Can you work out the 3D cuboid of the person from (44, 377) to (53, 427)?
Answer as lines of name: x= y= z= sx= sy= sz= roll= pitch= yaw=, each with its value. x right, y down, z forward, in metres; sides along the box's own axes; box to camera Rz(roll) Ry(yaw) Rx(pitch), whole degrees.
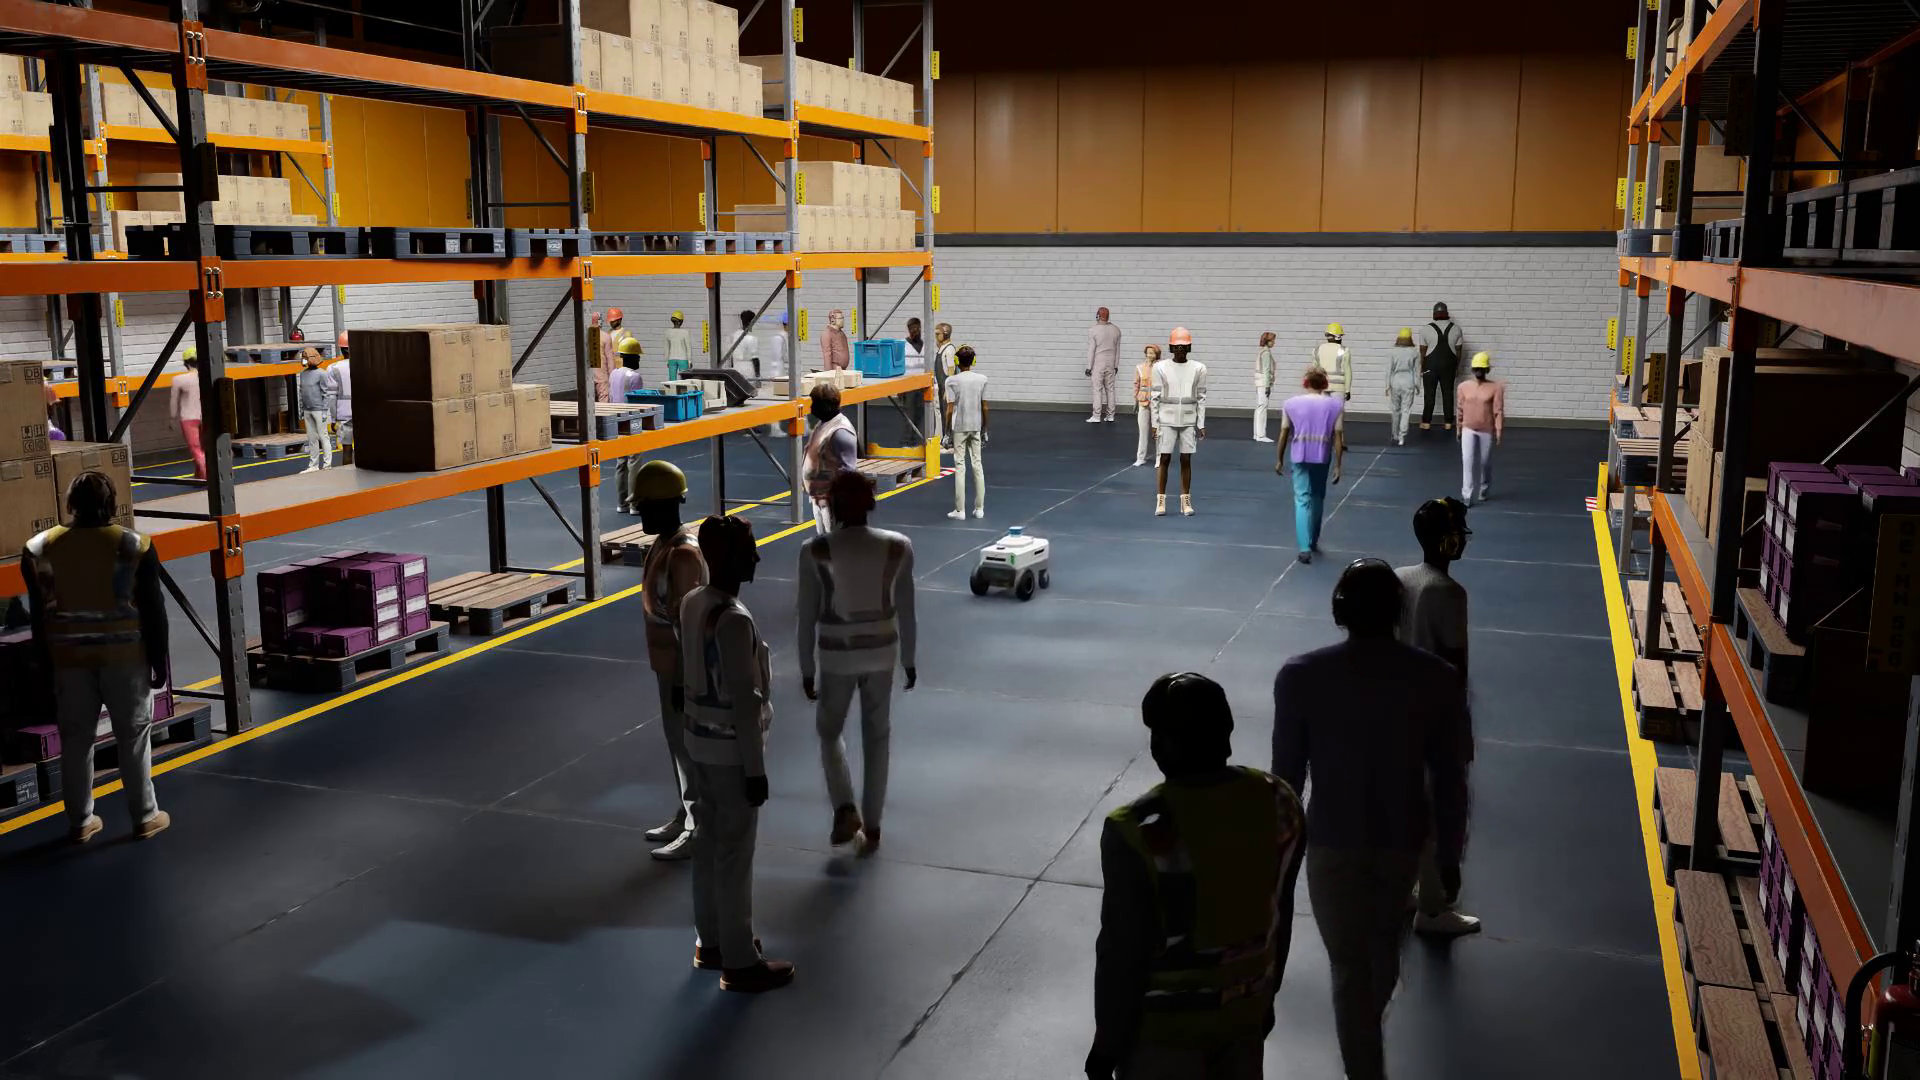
person: x=-8.718 y=-0.760 z=15.681 sx=0.403 sy=1.834 sz=0.588 roll=-3 pitch=10 yaw=-16

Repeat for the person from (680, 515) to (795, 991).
person: x=-0.906 y=0.832 z=6.581 sx=0.356 sy=1.883 sz=0.574 roll=-6 pitch=12 yaw=-30

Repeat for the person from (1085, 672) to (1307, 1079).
person: x=0.592 y=1.245 z=4.383 sx=0.621 sy=1.841 sz=0.429 roll=-6 pitch=12 yaw=-31

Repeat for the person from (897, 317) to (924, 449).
person: x=-0.670 y=-2.167 z=23.375 sx=0.596 sy=1.916 sz=0.374 roll=-10 pitch=14 yaw=-43

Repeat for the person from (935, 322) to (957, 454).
person: x=-0.214 y=-2.126 z=23.349 sx=0.346 sy=1.846 sz=0.505 roll=-2 pitch=10 yaw=-13

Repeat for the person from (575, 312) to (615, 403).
person: x=-5.554 y=-2.540 z=25.502 sx=0.653 sy=1.906 sz=0.405 roll=4 pitch=11 yaw=19

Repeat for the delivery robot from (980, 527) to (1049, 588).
delivery robot: x=0.464 y=0.133 z=13.988 sx=0.477 sy=0.478 sz=0.707 roll=6 pitch=12 yaw=28

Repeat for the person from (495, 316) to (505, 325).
person: x=-7.058 y=-2.535 z=25.688 sx=0.557 sy=1.825 sz=0.933 roll=5 pitch=11 yaw=24

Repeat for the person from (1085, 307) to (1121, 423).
person: x=2.338 y=-2.880 z=27.420 sx=0.649 sy=1.907 sz=0.409 roll=-6 pitch=12 yaw=-31

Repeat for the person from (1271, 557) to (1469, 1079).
person: x=1.347 y=0.992 z=5.652 sx=0.622 sy=1.888 sz=0.978 roll=0 pitch=10 yaw=-2

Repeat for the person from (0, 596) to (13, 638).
person: x=-6.460 y=-0.070 z=11.640 sx=1.008 sy=1.885 sz=0.633 roll=-8 pitch=13 yaw=-39

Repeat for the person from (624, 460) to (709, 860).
person: x=-1.379 y=0.571 z=7.967 sx=0.392 sy=1.919 sz=0.581 roll=-4 pitch=11 yaw=-21

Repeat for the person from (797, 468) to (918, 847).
person: x=-0.478 y=0.589 z=7.978 sx=0.596 sy=1.874 sz=0.469 roll=-2 pitch=10 yaw=-10

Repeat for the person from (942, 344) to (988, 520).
person: x=0.058 y=-1.152 z=17.785 sx=0.520 sy=1.874 sz=0.327 roll=-4 pitch=11 yaw=-22

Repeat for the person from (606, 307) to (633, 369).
person: x=-5.486 y=-2.755 z=26.639 sx=0.543 sy=1.933 sz=0.363 roll=7 pitch=12 yaw=33

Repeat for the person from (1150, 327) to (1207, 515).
person: x=2.363 y=-1.276 z=17.999 sx=0.605 sy=2.045 sz=0.377 roll=0 pitch=10 yaw=-1

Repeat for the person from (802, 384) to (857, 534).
person: x=-1.037 y=-0.319 z=13.186 sx=0.429 sy=1.839 sz=0.634 roll=-4 pitch=11 yaw=-22

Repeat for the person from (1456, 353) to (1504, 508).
person: x=5.866 y=-1.254 z=18.758 sx=0.532 sy=1.735 sz=0.854 roll=5 pitch=11 yaw=25

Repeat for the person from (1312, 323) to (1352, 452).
person: x=5.270 y=-2.155 z=23.559 sx=0.589 sy=1.827 sz=0.404 roll=7 pitch=12 yaw=35

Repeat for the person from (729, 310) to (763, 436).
person: x=-3.297 y=-2.537 z=25.382 sx=0.640 sy=1.939 sz=0.512 roll=9 pitch=14 yaw=42

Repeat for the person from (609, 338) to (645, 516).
person: x=-3.571 y=-1.227 z=18.051 sx=0.362 sy=1.928 sz=0.587 roll=-9 pitch=14 yaw=-43

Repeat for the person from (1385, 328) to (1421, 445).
person: x=6.572 y=-2.287 z=24.651 sx=0.503 sy=1.689 sz=0.887 roll=3 pitch=11 yaw=17

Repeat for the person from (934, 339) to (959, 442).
person: x=-0.238 y=-2.192 z=24.303 sx=0.522 sy=1.636 sz=0.310 roll=-6 pitch=12 yaw=-29

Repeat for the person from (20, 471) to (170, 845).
person: x=-4.196 y=0.578 z=8.155 sx=0.621 sy=1.837 sz=0.429 roll=-2 pitch=10 yaw=-12

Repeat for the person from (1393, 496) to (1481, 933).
person: x=2.015 y=0.741 z=7.123 sx=0.328 sy=1.873 sz=0.521 roll=-4 pitch=11 yaw=-23

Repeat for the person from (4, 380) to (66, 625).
person: x=-7.144 y=-0.302 z=12.967 sx=0.558 sy=1.890 sz=0.977 roll=3 pitch=10 yaw=14

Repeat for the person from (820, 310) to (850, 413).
person: x=-1.928 y=-2.648 z=26.100 sx=0.408 sy=1.913 sz=0.642 roll=4 pitch=11 yaw=19

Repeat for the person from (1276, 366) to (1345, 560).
person: x=3.290 y=-0.729 z=15.623 sx=0.591 sy=1.797 sz=0.964 roll=1 pitch=10 yaw=6

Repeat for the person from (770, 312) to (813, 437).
person: x=-2.520 y=-2.496 z=25.225 sx=0.874 sy=1.910 sz=0.661 roll=5 pitch=11 yaw=25

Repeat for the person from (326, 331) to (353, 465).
person: x=-7.016 y=-1.446 z=19.242 sx=0.545 sy=1.942 sz=0.354 roll=-5 pitch=11 yaw=-26

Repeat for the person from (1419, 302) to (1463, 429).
person: x=7.615 y=-2.782 z=26.488 sx=0.678 sy=2.000 sz=0.537 roll=1 pitch=10 yaw=4

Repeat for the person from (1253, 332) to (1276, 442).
person: x=4.538 y=-2.275 z=24.770 sx=0.314 sy=1.636 sz=0.517 roll=0 pitch=10 yaw=2

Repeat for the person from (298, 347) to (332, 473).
person: x=-8.223 y=-1.635 z=21.175 sx=0.500 sy=1.633 sz=0.286 roll=5 pitch=11 yaw=28

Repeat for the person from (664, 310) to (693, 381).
person: x=-4.989 y=-3.181 z=29.507 sx=0.524 sy=1.769 sz=0.308 roll=3 pitch=10 yaw=15

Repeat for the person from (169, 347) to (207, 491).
person: x=-9.051 y=-1.428 z=19.740 sx=0.859 sy=1.730 sz=0.522 roll=8 pitch=13 yaw=38

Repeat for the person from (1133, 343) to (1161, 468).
person: x=2.531 y=-1.773 z=21.943 sx=0.523 sy=1.636 sz=0.310 roll=5 pitch=11 yaw=25
